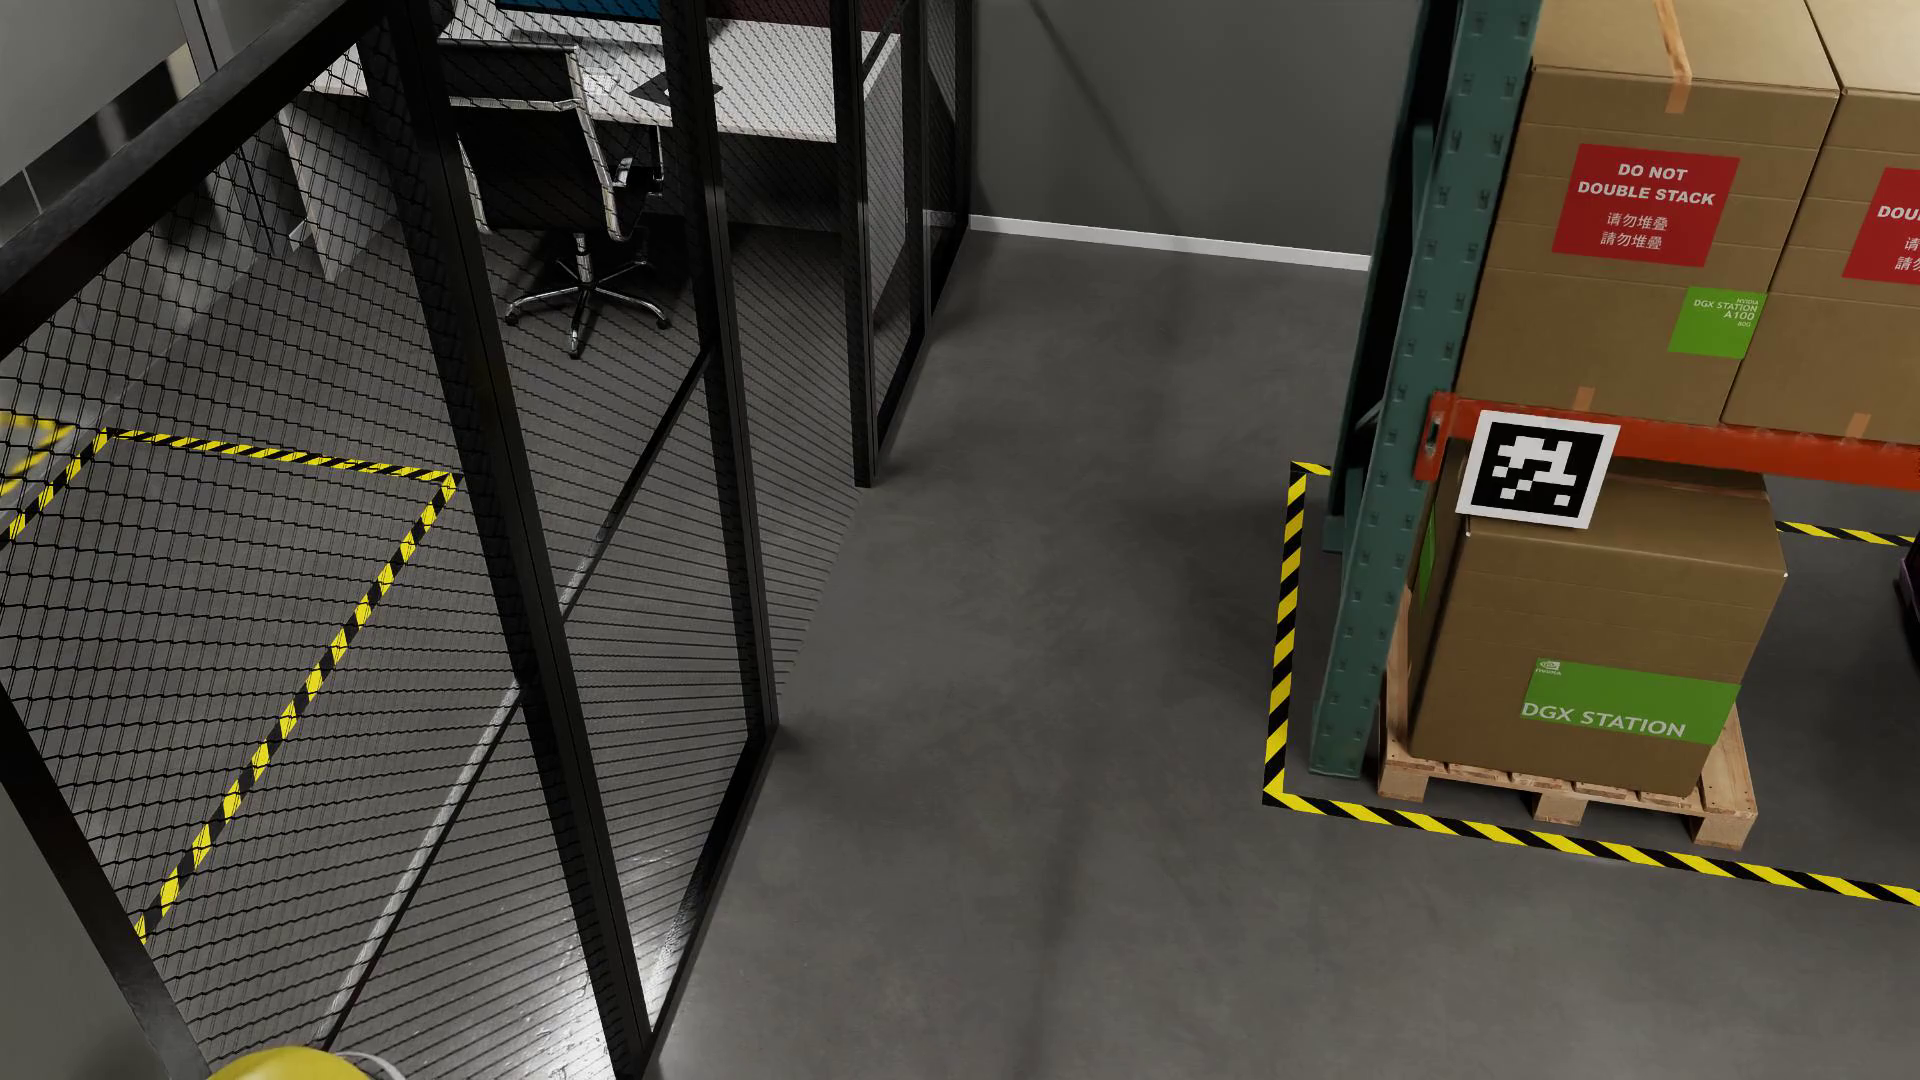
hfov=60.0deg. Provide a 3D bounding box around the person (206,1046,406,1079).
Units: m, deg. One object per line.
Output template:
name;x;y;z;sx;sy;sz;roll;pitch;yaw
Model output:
person;-0.680;1.221;2.171;0.595;1.832;0.404;13;43;14
